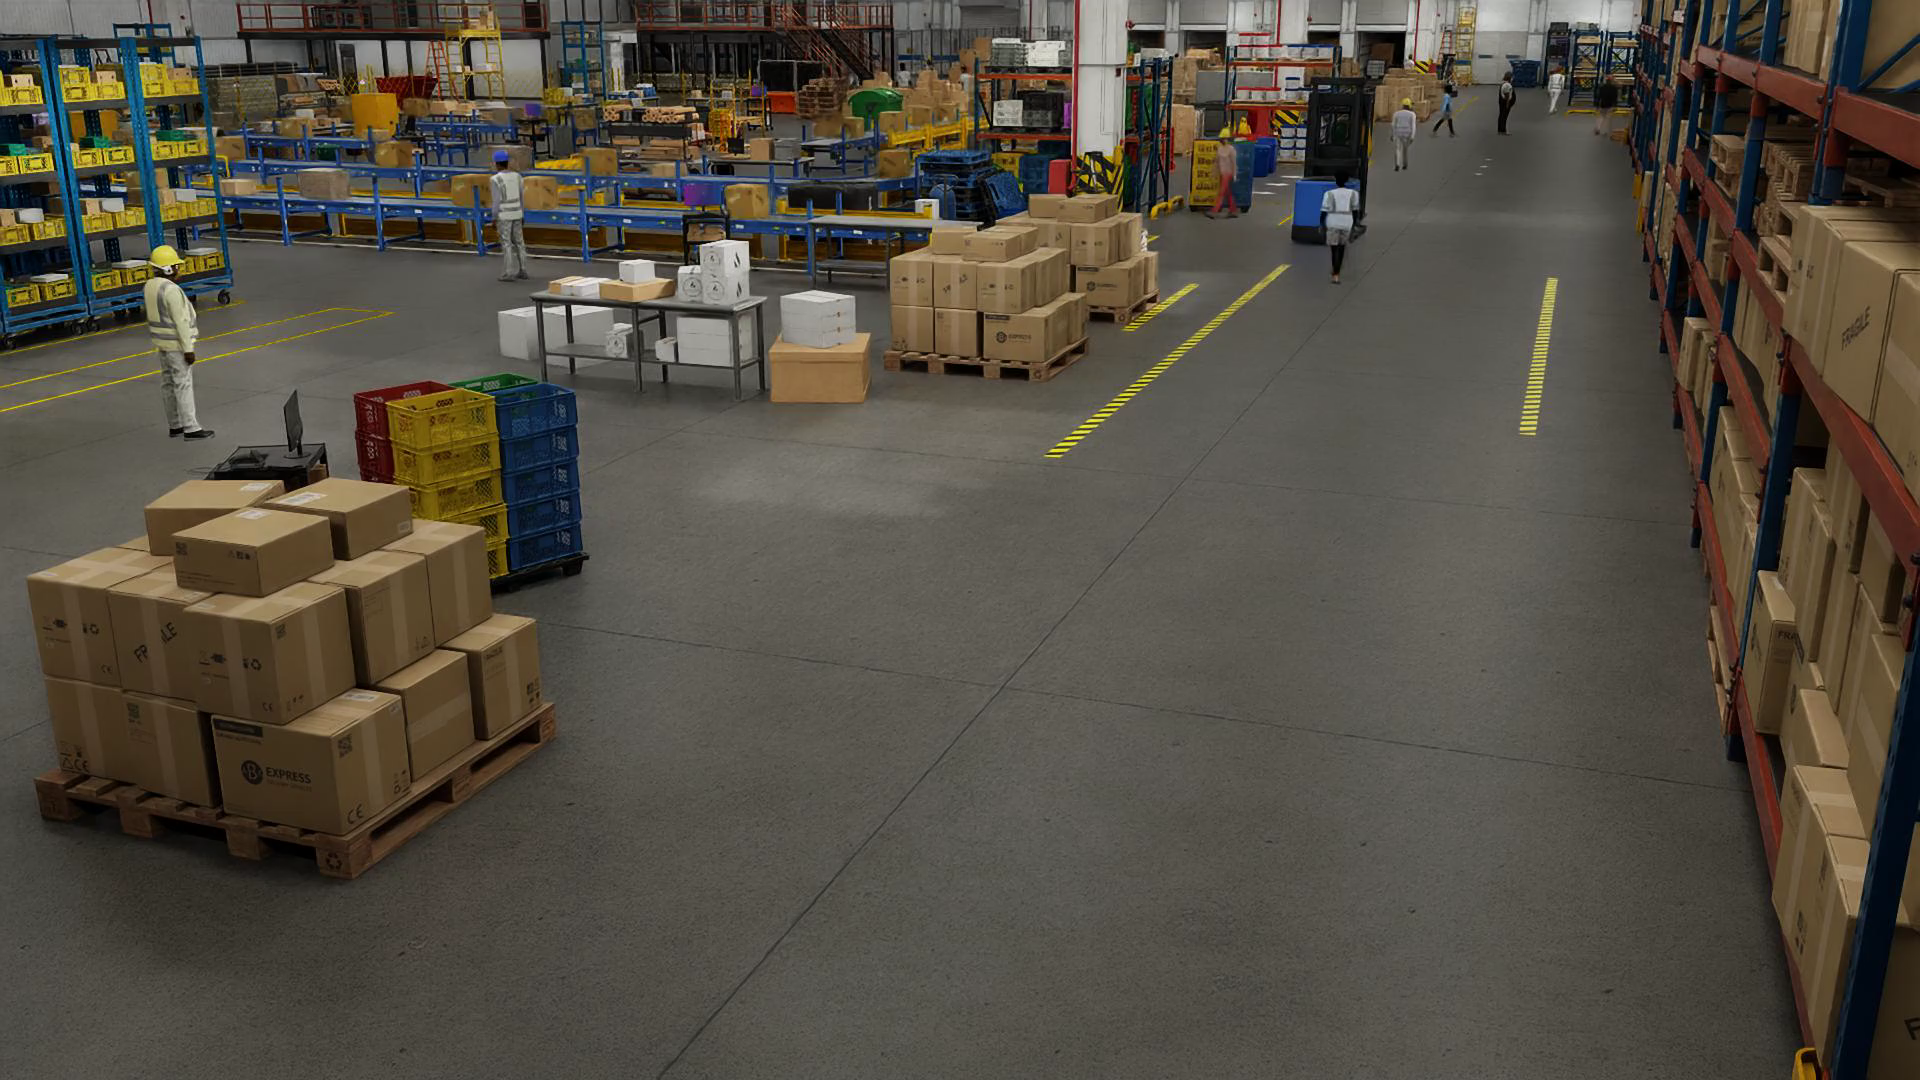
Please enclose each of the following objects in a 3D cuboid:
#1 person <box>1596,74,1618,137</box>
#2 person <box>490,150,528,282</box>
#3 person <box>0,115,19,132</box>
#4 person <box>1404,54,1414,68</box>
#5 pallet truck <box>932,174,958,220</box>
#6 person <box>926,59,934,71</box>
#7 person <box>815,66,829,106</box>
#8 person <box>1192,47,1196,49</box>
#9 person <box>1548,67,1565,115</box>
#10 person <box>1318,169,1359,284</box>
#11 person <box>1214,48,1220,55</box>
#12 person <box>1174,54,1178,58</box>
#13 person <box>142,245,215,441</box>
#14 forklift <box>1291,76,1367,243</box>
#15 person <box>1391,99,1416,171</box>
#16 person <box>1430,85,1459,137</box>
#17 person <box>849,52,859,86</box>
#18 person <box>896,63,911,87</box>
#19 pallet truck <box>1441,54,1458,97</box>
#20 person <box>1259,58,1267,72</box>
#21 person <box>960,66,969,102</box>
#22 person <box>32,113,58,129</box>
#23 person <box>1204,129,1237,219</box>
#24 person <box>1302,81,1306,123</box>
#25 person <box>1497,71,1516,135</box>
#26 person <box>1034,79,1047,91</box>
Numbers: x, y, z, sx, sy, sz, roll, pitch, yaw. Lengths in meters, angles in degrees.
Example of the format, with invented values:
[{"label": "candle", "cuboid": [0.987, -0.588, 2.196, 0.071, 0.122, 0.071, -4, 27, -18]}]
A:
[{"label": "person", "cuboid": [20.866, -13.991, 53.574, 0.434, 1.974, 0.632, -16, 24, -42]}, {"label": "person", "cuboid": [-6.781, -4.854, 24.925, 0.409, 1.943, 0.615, 11, 21, 31]}, {"label": "person", "cuboid": [-27.813, -12.328, 48.473, 0.651, 1.906, 0.403, -4, 18, -14]}, {"label": "person", "cuboid": [21.514, -22.272, 79.664, 0.372, 1.940, 0.630, -10, 20, -28]}, {"label": "pallet truck", "cuboid": [-0.507, -5.292, 27.348, 0.653, 1.274, 1.630, 6, 19, 19]}, {"label": "person", "cuboid": [-1.361, -20.604, 74.573, 0.343, 1.847, 0.506, 14, 22, 37]}, {"label": "person", "cuboid": [-5.923, -19.077, 69.984, 0.925, 1.713, 0.547, 7, 19, 22]}, {"label": "person", "cuboid": [13.172, -26.974, 94.443, 1.033, 1.946, 0.649, 15, 23, 40]}, {"label": "person", "cuboid": [23.293, -17.530, 64.950, 0.570, 1.826, 1.031, 14, 22, 37]}, {"label": "person", "cuboid": [5.630, -4.704, 24.898, 0.557, 1.656, 0.820, -2, 18, -6]}, {"label": "person", "cuboid": [14.493, -26.961, 94.412, 0.587, 1.930, 0.363, 8, 19, 23]}, {"label": "person", "cuboid": [10.973, -23.807, 84.676, 0.699, 1.827, 0.430, 16, 24, 41]}, {"label": "person", "cuboid": [-7.384, -1.850, 15.665, 0.586, 1.835, 0.403, 14, 23, 38]}, {"label": "forklift", "cuboid": [6.598, -6.755, 29.381, 1.129, 2.768, 1.873, 6, 19, 19]}, {"label": "person", "cuboid": [11.260, -10.294, 42.283, 0.596, 1.795, 0.918, 5, 18, 17]}, {"label": "person", "cuboid": [15.608, -13.781, 53.454, 0.884, 1.656, 0.538, 8, 19, 23]}, {"label": "person", "cuboid": [-5.505, -24.504, 86.829, 0.600, 1.863, 0.805, 6, 19, 19]}, {"label": "person", "cuboid": [-2.320, -18.172, 66.826, 0.633, 1.908, 1.021, -10, 20, -29]}, {"label": "pallet truck", "cuboid": [22.765, -21.886, 78.355, 0.823, 1.965, 1.885, -4, 18, -14]}, {"label": "person", "cuboid": [16.201, -25.196, 89.009, 0.429, 1.843, 0.633, 7, 19, 22]}, {"label": "person", "cuboid": [0.188, -17.745, 65.586, 0.406, 1.856, 0.530, 15, 23, 39]}, {"label": "person", "cuboid": [-24.015, -10.871, 43.742, 0.638, 1.993, 1.040, -9, 20, -27]}, {"label": "person", "cuboid": [5.092, -7.103, 32.344, 0.890, 1.715, 0.551, -9, 20, -27]}, {"label": "person", "cuboid": [12.385, -16.079, 60.383, 0.847, 1.825, 0.514, -13, 22, -34]}, {"label": "person", "cuboid": [17.936, -14.325, 54.529, 0.535, 2.000, 0.674, 1, 18, 3]}, {"label": "person", "cuboid": [3.279, -18.390, 67.464, 0.543, 1.942, 0.350, 8, 19, 23]}]
